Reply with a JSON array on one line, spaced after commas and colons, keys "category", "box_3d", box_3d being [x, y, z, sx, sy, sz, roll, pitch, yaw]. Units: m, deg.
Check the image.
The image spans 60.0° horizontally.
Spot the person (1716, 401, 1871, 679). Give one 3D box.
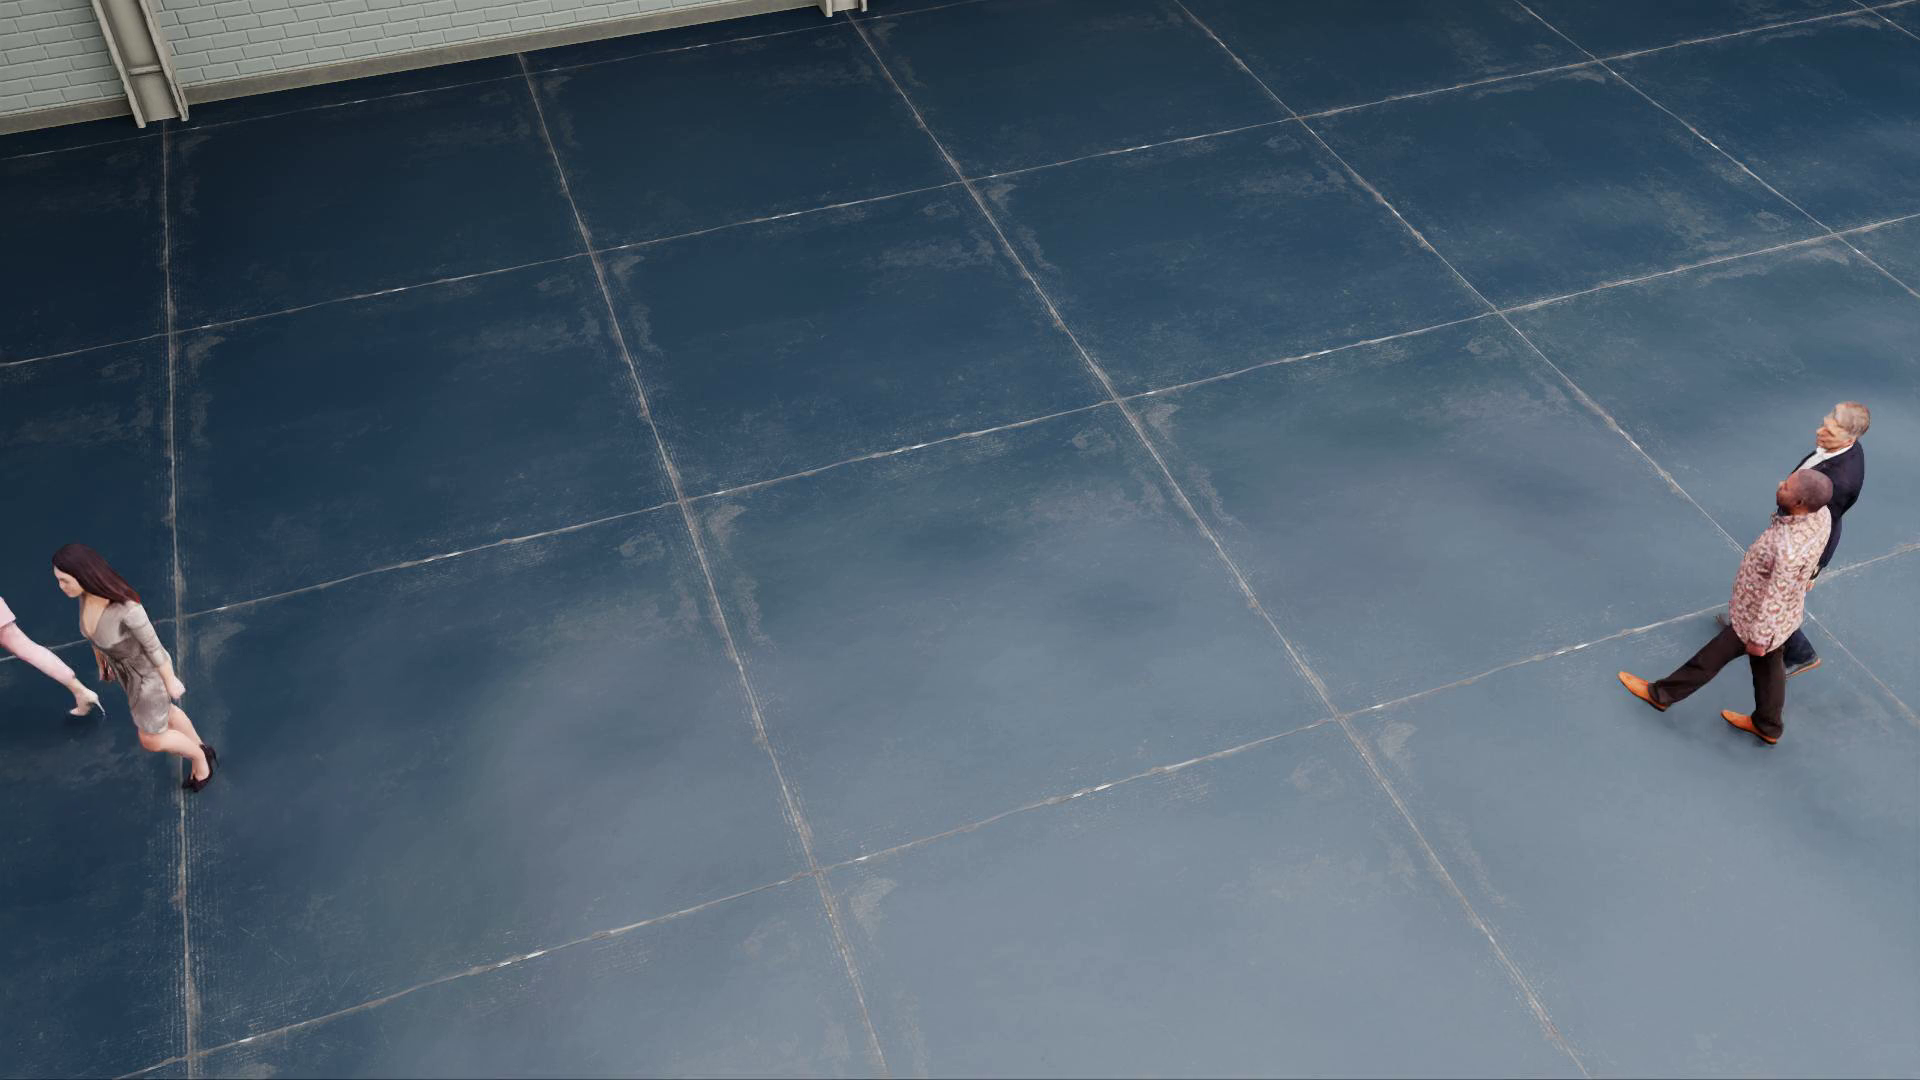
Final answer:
[{"category": "person", "box_3d": [4.574, 0.015, 8.878, 0.974, 1.802, 0.932, 26, 49, 25]}]

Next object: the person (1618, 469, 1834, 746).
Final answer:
[{"category": "person", "box_3d": [4.184, 0.407, 8.483, 1.101, 1.768, 1.153, 30, 51, 28]}]

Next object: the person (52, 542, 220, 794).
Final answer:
[{"category": "person", "box_3d": [-4.001, 0.616, 8.284, 0.729, 1.733, 0.773, 22, 47, 22]}]
